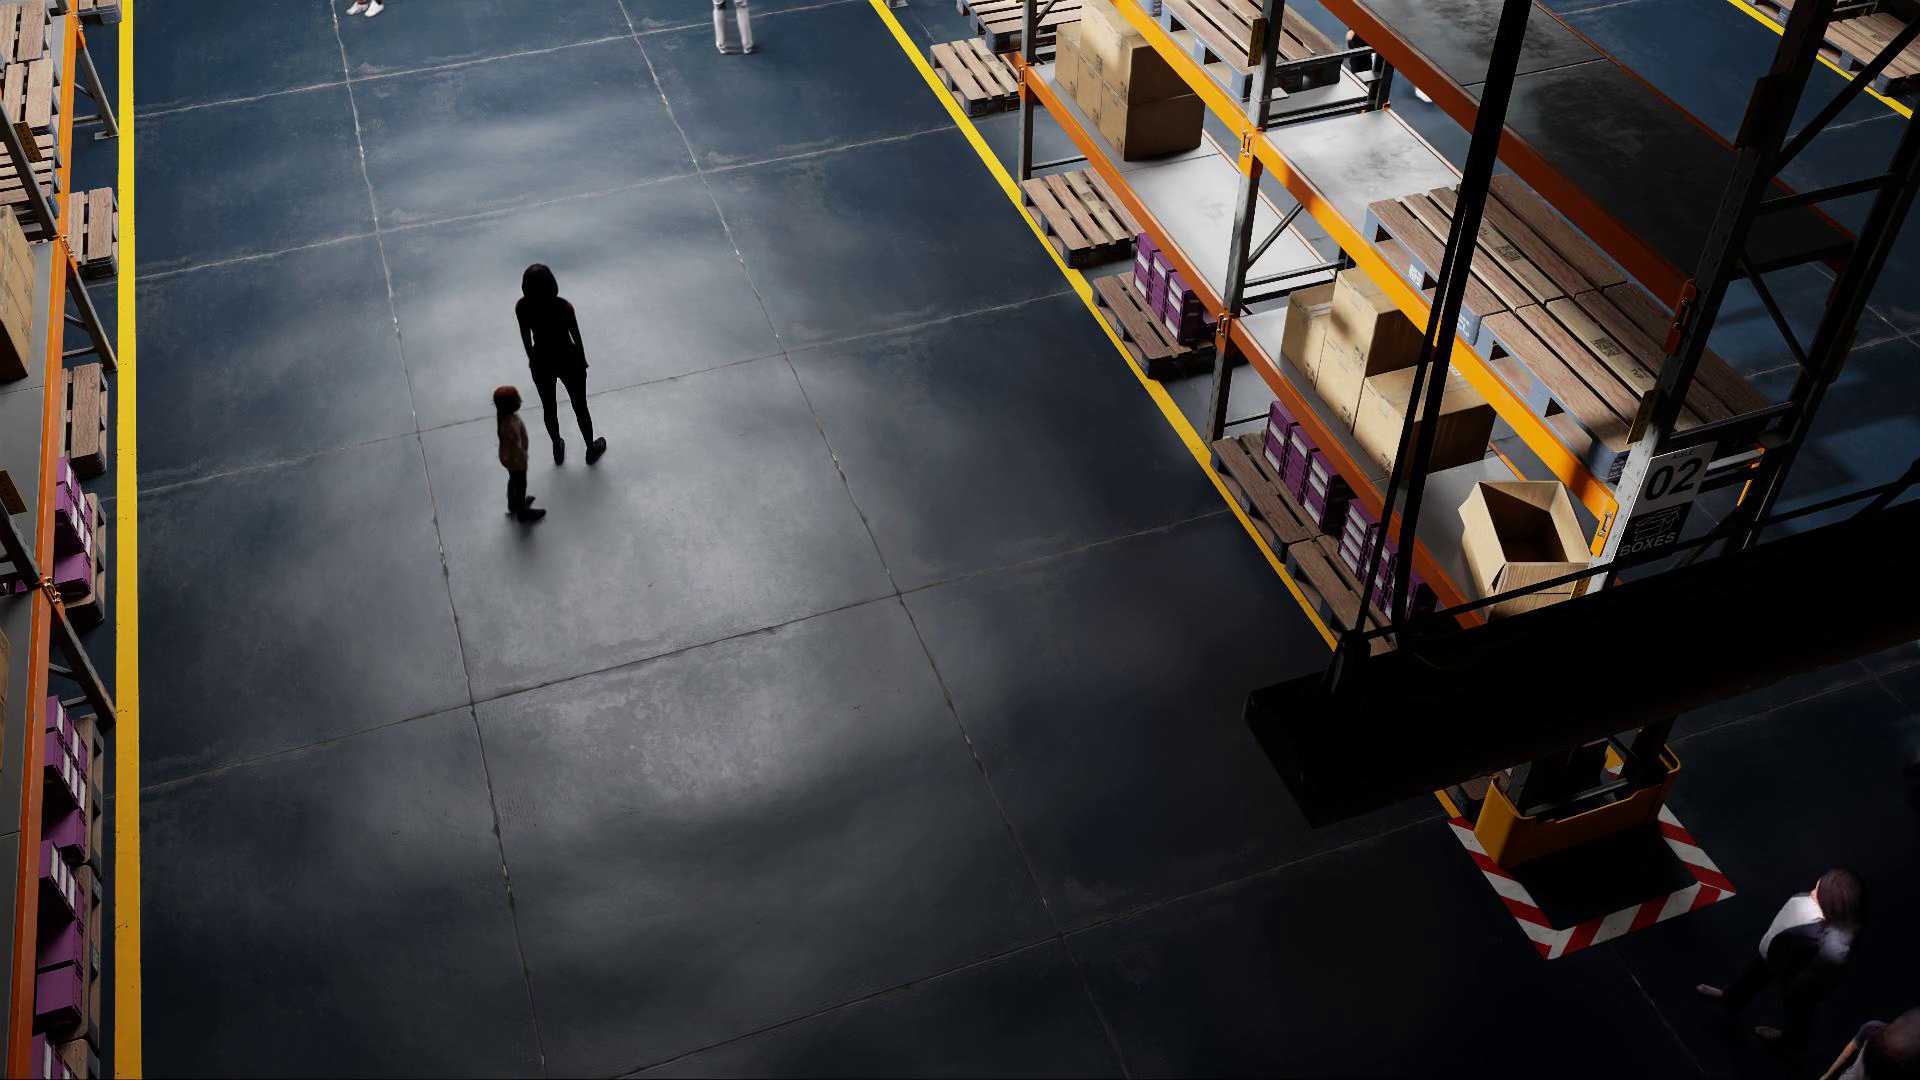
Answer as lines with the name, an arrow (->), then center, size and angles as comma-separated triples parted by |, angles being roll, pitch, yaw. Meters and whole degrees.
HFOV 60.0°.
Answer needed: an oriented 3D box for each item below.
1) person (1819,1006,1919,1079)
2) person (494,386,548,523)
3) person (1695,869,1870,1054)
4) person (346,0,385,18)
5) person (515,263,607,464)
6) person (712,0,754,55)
person -> 4.356, 2.774, 8.081 | 0.729, 1.695, 0.616 | -23, 48, -22
person -> -3.235, -0.631, 12.024 | 0.556, 1.187, 0.449 | -18, 47, -18
person -> 4.532, 2.239, 8.728 | 1.012, 1.577, 0.957 | 20, 47, 19
person -> -6.481, -6.420, 17.784 | 0.672, 1.623, 0.753 | 27, 50, 26
person -> -2.992, -1.305, 12.330 | 0.659, 1.740, 0.626 | 1, 44, 1
person -> -2.407, -5.885, 17.033 | 0.709, 1.885, 0.668 | -3, 44, -3
